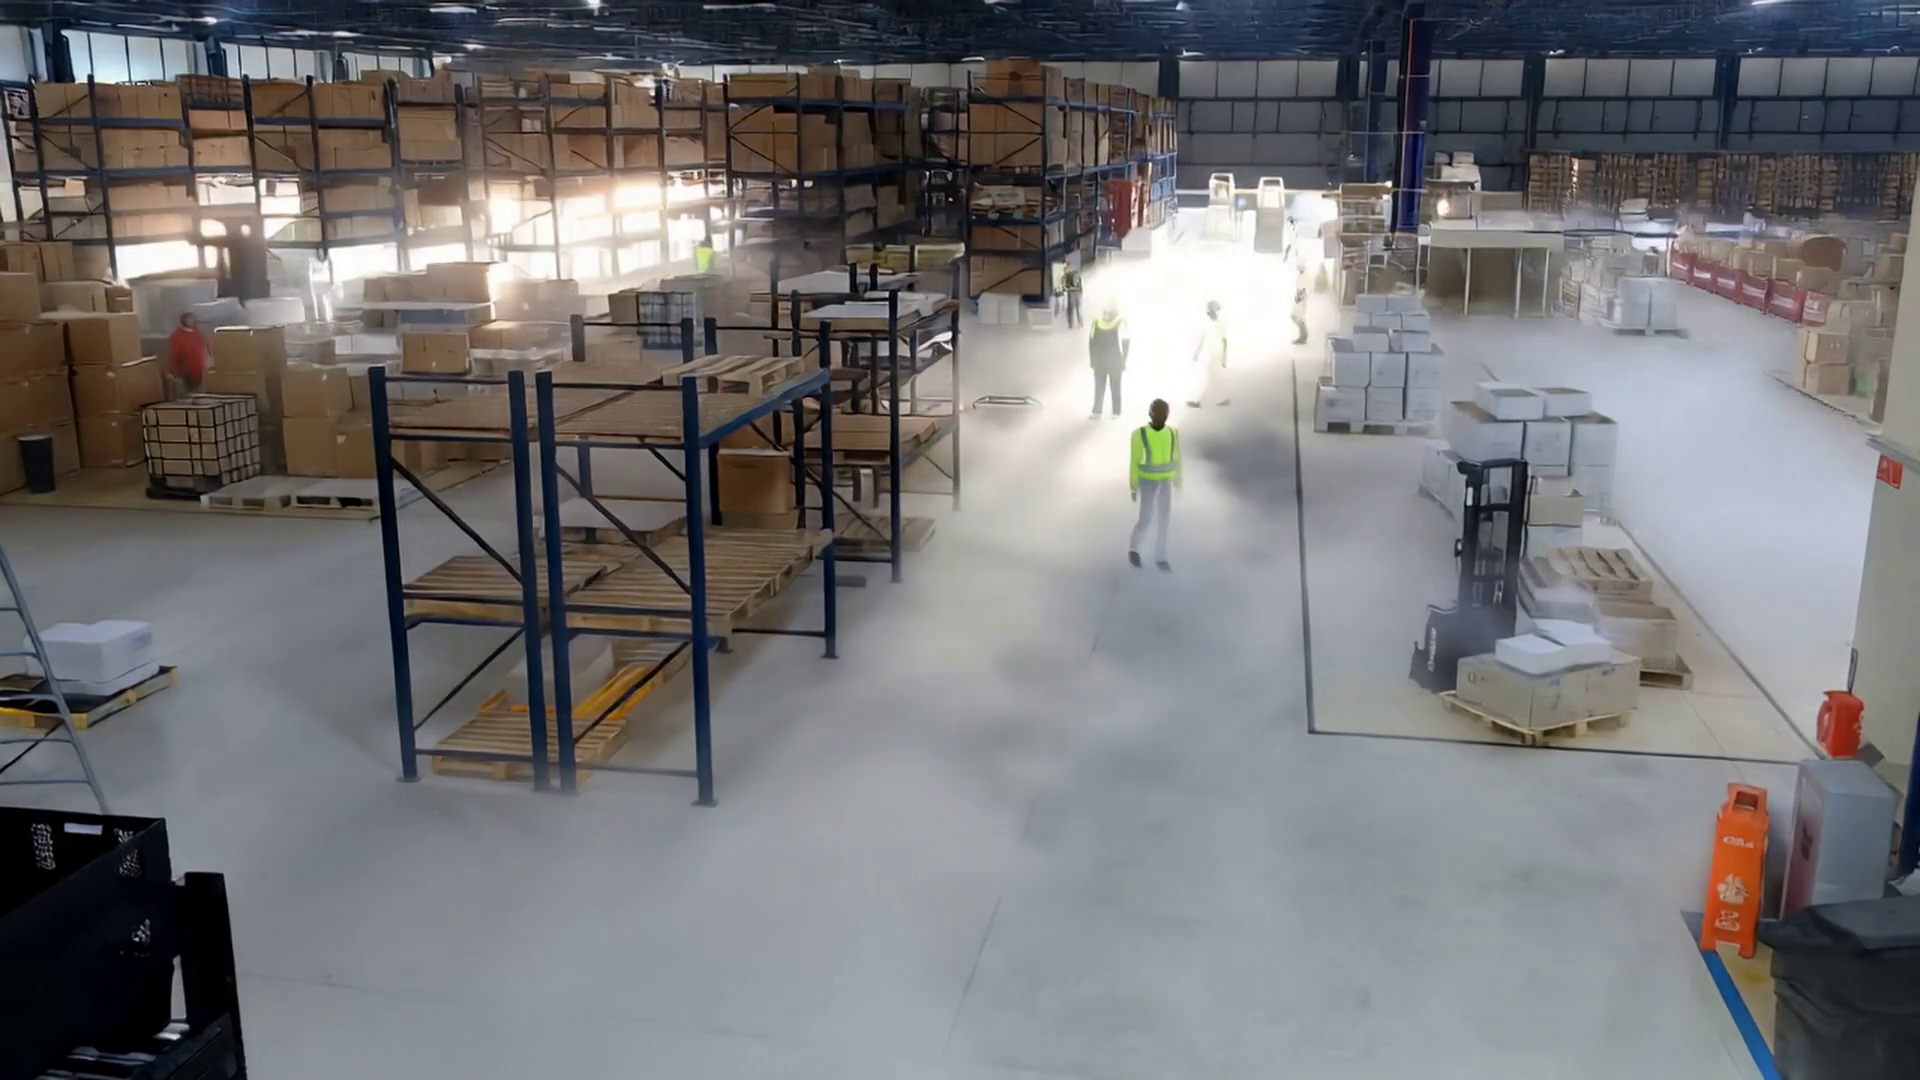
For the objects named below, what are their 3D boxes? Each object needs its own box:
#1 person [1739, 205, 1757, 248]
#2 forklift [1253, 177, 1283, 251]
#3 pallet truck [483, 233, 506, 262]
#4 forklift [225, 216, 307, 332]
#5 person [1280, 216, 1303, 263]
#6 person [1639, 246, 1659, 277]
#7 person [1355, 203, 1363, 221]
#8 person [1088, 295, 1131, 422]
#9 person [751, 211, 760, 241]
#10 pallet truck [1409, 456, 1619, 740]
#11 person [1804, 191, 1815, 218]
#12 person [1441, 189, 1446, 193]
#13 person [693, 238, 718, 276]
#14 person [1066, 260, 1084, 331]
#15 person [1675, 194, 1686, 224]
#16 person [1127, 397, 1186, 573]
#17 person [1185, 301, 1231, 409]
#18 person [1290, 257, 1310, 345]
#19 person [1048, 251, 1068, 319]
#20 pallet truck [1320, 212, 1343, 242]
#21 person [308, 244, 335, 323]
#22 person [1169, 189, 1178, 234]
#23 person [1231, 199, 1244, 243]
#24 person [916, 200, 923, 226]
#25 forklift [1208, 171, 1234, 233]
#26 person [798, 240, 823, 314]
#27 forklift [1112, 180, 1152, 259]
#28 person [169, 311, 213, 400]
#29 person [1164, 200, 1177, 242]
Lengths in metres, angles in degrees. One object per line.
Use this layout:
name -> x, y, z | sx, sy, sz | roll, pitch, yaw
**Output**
person -> 31.320, -12.403, 65.930 | 0.789, 1.735, 0.530 | 0, 14, 0
forklift -> 12.083, -12.747, 64.956 | 1.129, 2.768, 1.873 | 3, 14, 10
pallet truck -> -11.832, -7.026, 43.548 | 1.885, 1.965, 0.823 | 8, 16, 28
forklift -> -15.084, -5.470, 35.413 | 1.873, 2.768, 1.129 | 3, 14, 10
person -> 11.789, -10.681, 59.053 | 0.761, 1.670, 0.535 | -4, 14, -16
person -> 18.363, -7.013, 44.297 | 0.533, 1.597, 0.781 | 1, 14, 6
person -> 15.167, -11.871, 63.339 | 0.361, 1.939, 0.542 | 1, 14, 4
person -> 2.373, -2.913, 26.757 | 0.681, 2.000, 0.538 | 7, 15, 25
person -> -8.587, -13.384, 70.114 | 0.506, 1.633, 0.300 | 11, 18, 39
pallet truck -> 4.504, 0.400, 13.395 | 0.823, 1.965, 1.885 | -6, 15, -23
person -> 40.975, -15.975, 80.243 | 0.640, 1.810, 0.623 | 9, 16, 31
person -> 23.542, -16.245, 81.341 | 0.404, 1.826, 0.589 | 7, 16, 27
person -> -6.884, -7.257, 44.911 | 0.639, 1.800, 0.950 | 3, 14, 10
person -> 2.687, -5.727, 39.007 | 0.307, 1.641, 0.513 | -11, 18, -38
person -> 31.083, -13.928, 71.684 | 0.437, 1.934, 0.604 | 9, 16, 32
person -> 2.083, -0.587, 17.658 | 0.586, 1.871, 0.459 | -7, 16, -27
person -> 4.230, -3.120, 28.066 | 0.992, 1.818, 0.517 | -6, 15, -21
person -> 7.450, -5.228, 36.401 | 0.404, 1.922, 0.578 | 1, 14, 3
person -> 2.428, -6.345, 41.404 | 0.539, 1.696, 0.317 | 10, 17, 34
pallet truck -> 15.874, -13.227, 70.310 | 0.680, 1.201, 1.601 | 10, 17, 35
person -> -15.620, -6.284, 40.722 | 0.587, 1.911, 0.397 | -7, 16, -27
person -> 9.737, -14.968, 75.795 | 0.378, 1.996, 0.611 | -2, 14, -7
person -> 11.608, -13.372, 69.680 | 0.404, 1.826, 0.593 | -10, 17, -34
person -> -2.008, -16.500, 82.146 | 0.543, 1.933, 0.363 | -4, 14, -15
forklift -> 11.795, -15.174, 74.810 | 1.129, 2.768, 1.873 | 3, 14, 10
person -> -3.689, -6.399, 41.042 | 0.627, 1.978, 0.411 | -6, 15, -24
forklift -> 6.082, -11.722, 60.796 | 1.873, 2.768, 1.129 | 2, 14, 9
person -> -11.924, -2.619, 25.895 | 1.009, 1.885, 0.647 | 4, 14, 16
person -> 8.868, -13.418, 70.000 | 0.526, 1.753, 0.382 | 2, 14, 8
